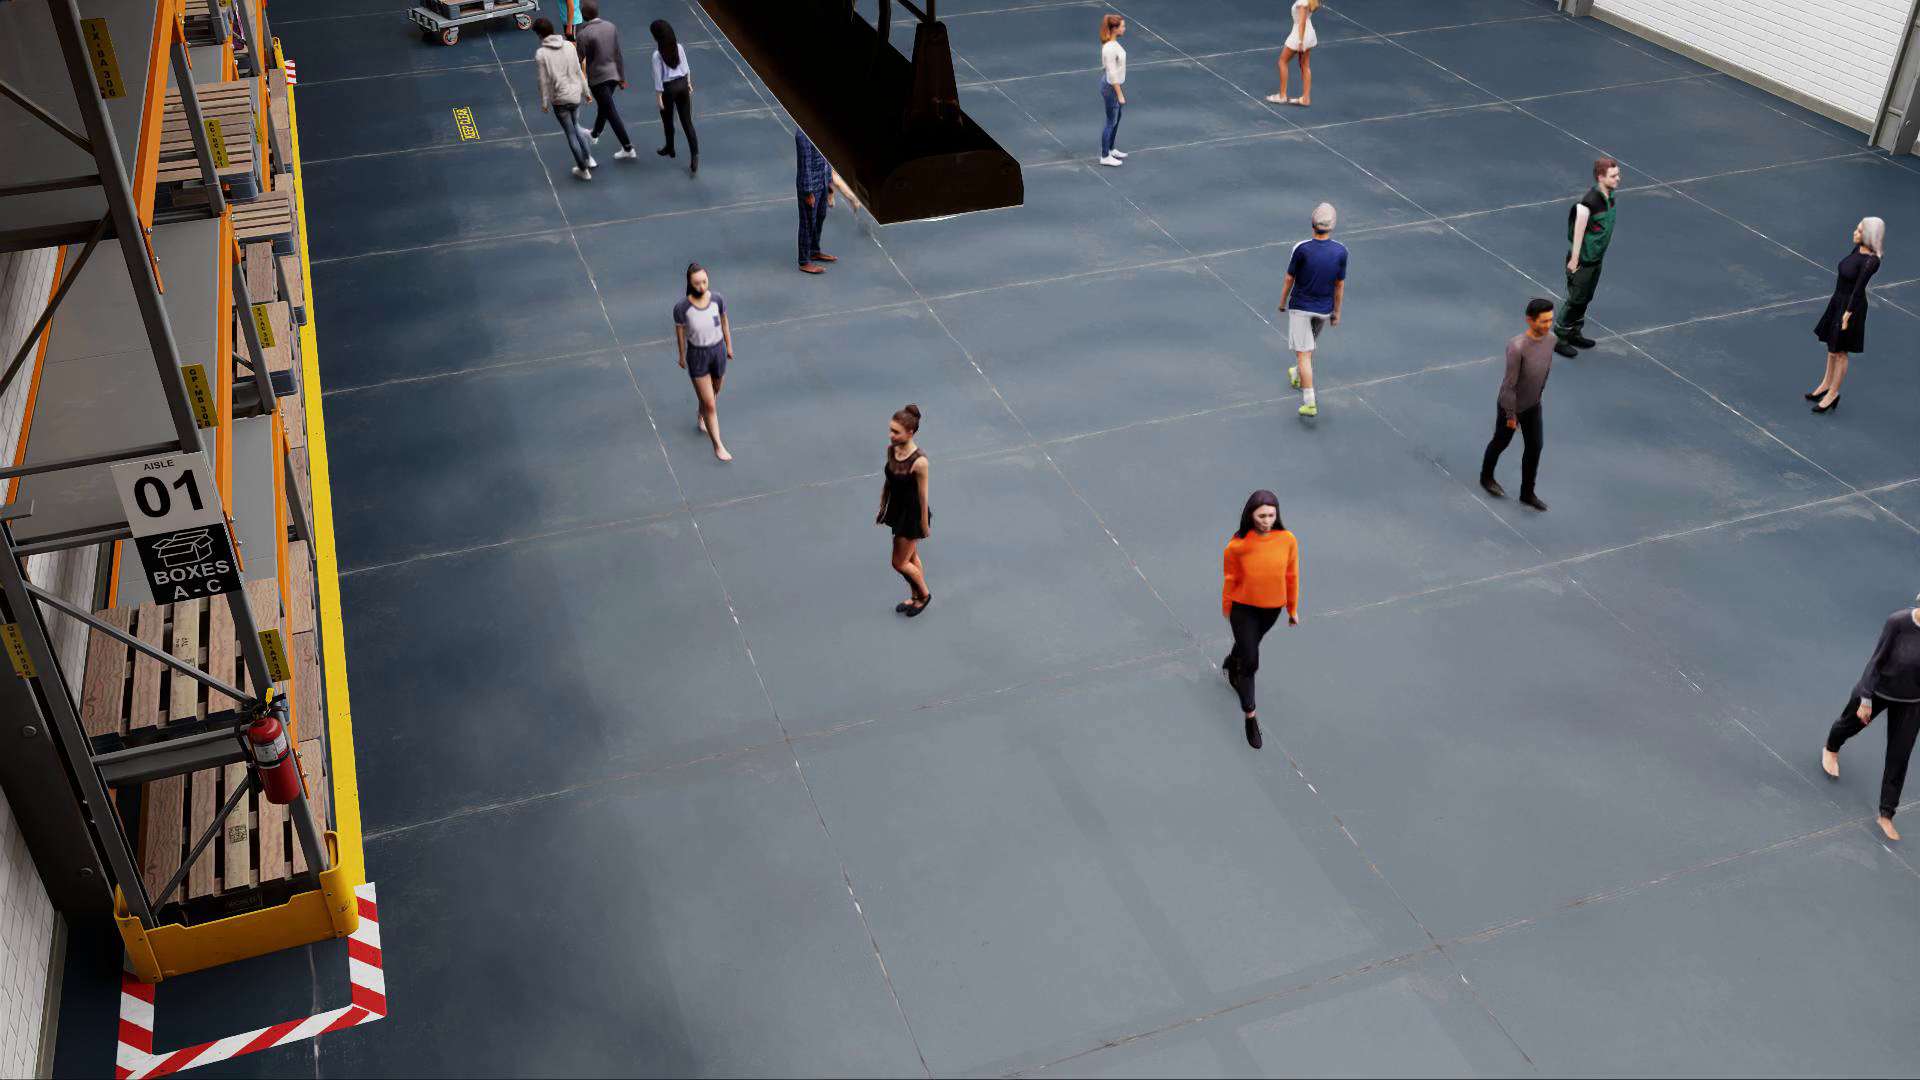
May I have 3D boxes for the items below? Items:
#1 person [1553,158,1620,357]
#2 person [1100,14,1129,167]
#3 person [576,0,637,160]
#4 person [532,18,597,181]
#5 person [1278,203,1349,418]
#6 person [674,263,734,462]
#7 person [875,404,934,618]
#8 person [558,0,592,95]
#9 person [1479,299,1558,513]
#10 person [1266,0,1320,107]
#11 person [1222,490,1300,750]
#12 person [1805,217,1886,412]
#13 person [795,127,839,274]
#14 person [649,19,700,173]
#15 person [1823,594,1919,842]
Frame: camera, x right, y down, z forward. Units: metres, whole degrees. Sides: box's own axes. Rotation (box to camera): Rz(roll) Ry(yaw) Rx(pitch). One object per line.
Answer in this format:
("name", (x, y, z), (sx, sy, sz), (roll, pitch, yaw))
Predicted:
("person", (5.684, -2.583, 15.091), (0.790, 1.845, 0.770), (28, 43, 36))
("person", (1.712, -5.156, 19.078), (0.791, 1.716, 0.697), (6, 34, 9))
("person", (-4.047, -5.248, 19.182), (1.324, 1.755, 1.152), (21, 39, 28))
("person", (-4.361, -4.885, 18.582), (0.868, 1.813, 0.851), (-25, 41, -32))
("person", (3.005, -1.909, 14.125), (0.838, 1.792, 1.262), (-4, 34, -6))
("person", (-2.124, -1.508, 13.681), (0.747, 1.616, 1.062), (-20, 38, -27))
("person", (-0.297, -0.217, 11.692), (0.699, 1.667, 0.618), (-19, 38, -26))
("person", (-4.940, -6.614, 21.217), (0.711, 1.776, 0.522), (-5, 34, -7))
("person", (4.294, -1.106, 12.957), (0.901, 1.746, 0.703), (-11, 35, -17))
("person", (4.344, -6.246, 20.757), (0.878, 1.673, 0.796), (20, 39, 27))
("person", (1.885, 0.395, 10.735), (0.707, 1.707, 1.113), (-7, 34, -10))
("person", (7.561, -1.933, 14.206), (0.764, 1.741, 0.665), (6, 34, 8))
("person", (-1.476, -3.578, 16.617), (0.801, 1.814, 0.729), (12, 36, 18))
("person", (-3.205, -4.995, 18.856), (1.011, 1.695, 1.185), (-26, 42, -34))
("person", (5.592, 0.870, 10.046), (0.987, 1.678, 1.191), (6, 34, 9))
